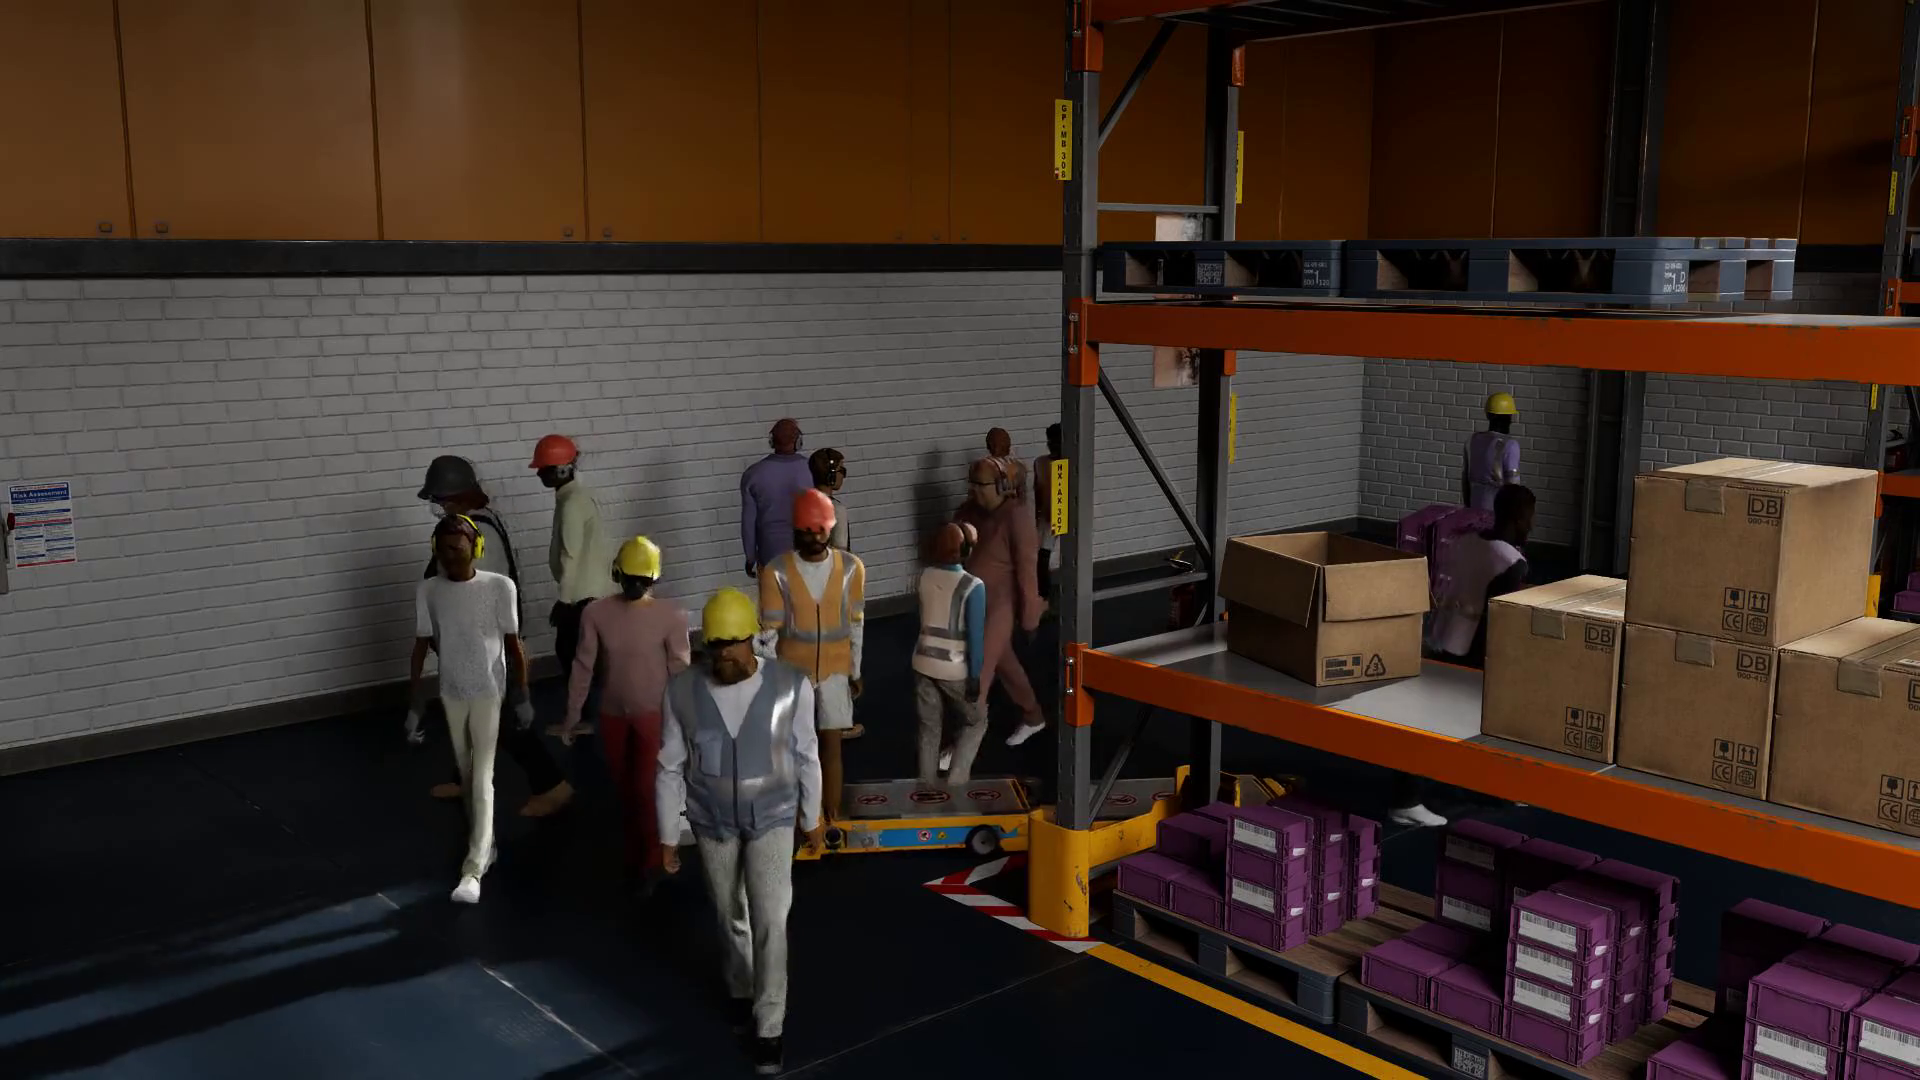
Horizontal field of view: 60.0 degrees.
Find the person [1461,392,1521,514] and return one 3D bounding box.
[{"bbox_3d":[4.373,-0.247,13.656,0.374,1.928,0.584,-5,11,-27],"label":"person"}]

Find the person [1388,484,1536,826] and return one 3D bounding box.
[{"bbox_3d":[2.819,0.607,8.940,1.101,1.829,0.596,-1,10,-6],"label":"person"}]

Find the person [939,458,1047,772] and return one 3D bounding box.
[{"bbox_3d":[0.191,0.413,10.030,1.023,1.856,0.646,-7,12,-36],"label":"person"}]

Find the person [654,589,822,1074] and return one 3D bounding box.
[{"bbox_3d":[-0.844,1.078,6.269,0.620,1.796,0.791,0,10,1],"label":"person"}]

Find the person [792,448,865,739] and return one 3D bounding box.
[{"bbox_3d":[-0.845,0.337,10.475,0.331,1.844,0.521,-9,13,-41],"label":"person"}]

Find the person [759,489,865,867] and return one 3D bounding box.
[{"bbox_3d":[-0.768,0.642,8.612,0.554,1.884,1.031,-2,10,-12],"label":"person"}]

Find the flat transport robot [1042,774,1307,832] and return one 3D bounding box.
[{"bbox_3d":[1.187,1.430,8.683,1.431,0.197,0.652,-1,10,-7],"label":"flat transport robot"}]

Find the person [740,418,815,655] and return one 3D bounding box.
[{"bbox_3d":[-1.211,0.095,11.712,0.642,1.909,0.399,0,10,-2],"label":"person"}]

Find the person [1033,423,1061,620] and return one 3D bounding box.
[{"bbox_3d":[0.819,-0.141,13.796,0.533,1.654,0.552,5,11,26],"label":"person"}]

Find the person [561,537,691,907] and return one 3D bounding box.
[{"bbox_3d":[-1.563,0.846,7.820,0.563,1.733,0.643,2,10,12],"label":"person"}]

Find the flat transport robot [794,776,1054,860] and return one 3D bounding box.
[{"bbox_3d":[-0.237,1.434,8.660,1.431,0.197,0.652,-1,10,-7],"label":"flat transport robot"}]

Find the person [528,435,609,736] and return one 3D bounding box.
[{"bbox_3d":[-2.274,0.314,10.357,0.759,1.955,0.634,-2,10,-14],"label":"person"}]

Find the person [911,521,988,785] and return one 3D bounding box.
[{"bbox_3d":[-0.064,0.710,8.941,0.538,1.621,0.365,8,13,39],"label":"person"}]

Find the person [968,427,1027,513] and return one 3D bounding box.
[{"bbox_3d":[0.310,-0.109,13.722,0.519,1.633,0.311,-3,10,-15],"label":"person"}]

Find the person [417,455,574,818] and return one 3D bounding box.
[{"bbox_3d":[-2.528,0.480,9.070,0.850,2.000,0.700,-1,10,-7],"label":"person"}]

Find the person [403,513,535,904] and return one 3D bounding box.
[{"bbox_3d":[-2.360,0.796,7.851,0.532,1.826,0.934,1,10,7],"label":"person"}]

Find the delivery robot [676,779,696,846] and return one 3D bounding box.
[{"bbox_3d":[-1.224,1.313,8.264,0.707,0.478,0.477,-4,10,-21],"label":"delivery robot"}]
